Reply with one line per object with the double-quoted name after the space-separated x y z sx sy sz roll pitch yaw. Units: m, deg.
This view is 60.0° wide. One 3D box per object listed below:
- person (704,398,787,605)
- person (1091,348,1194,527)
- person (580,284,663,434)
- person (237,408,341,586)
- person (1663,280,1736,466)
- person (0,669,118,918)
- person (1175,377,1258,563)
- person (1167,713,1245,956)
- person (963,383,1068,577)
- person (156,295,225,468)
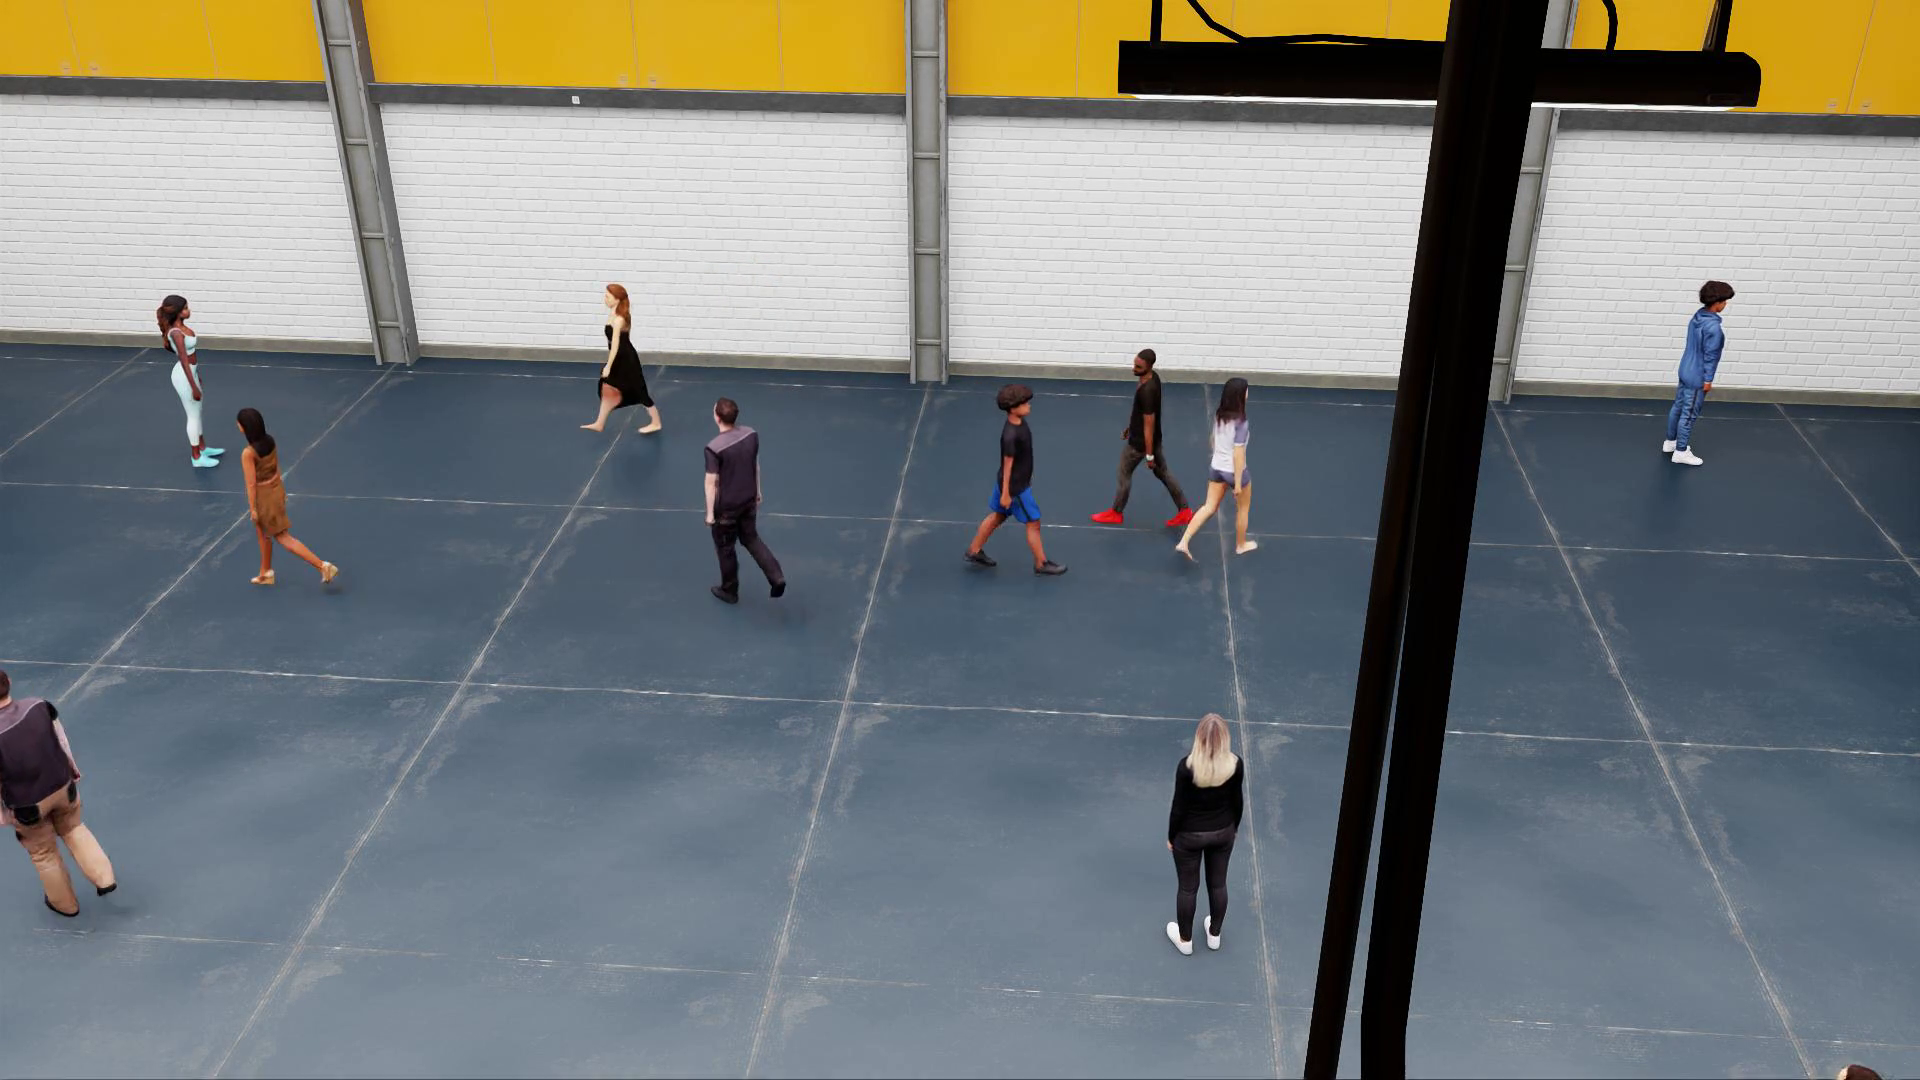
-1.781 -0.264 13.550 1.128 1.830 1.027 22 35 34 "person"
1.745 -0.869 14.722 1.231 1.770 0.858 10 30 17 "person"
-3.253 -1.768 16.562 1.111 1.586 0.876 -11 30 -19 "person"
-5.658 -0.300 13.794 1.035 1.660 0.567 2 29 3 "person"
7.126 -1.633 16.088 0.555 1.802 0.672 1 29 2 "person"
-5.592 1.566 10.196 0.922 1.829 0.873 15 32 26 "person"
2.225 -0.558 14.221 1.160 1.704 1.009 -17 33 -28 "person"
1.462 1.769 9.974 0.560 1.686 0.730 -5 29 -9 "person"
0.371 -0.488 14.033 1.134 1.760 0.644 4 29 7 "person"
-7.428 -1.536 15.992 0.655 1.724 0.644 -10 30 -18 "person"
